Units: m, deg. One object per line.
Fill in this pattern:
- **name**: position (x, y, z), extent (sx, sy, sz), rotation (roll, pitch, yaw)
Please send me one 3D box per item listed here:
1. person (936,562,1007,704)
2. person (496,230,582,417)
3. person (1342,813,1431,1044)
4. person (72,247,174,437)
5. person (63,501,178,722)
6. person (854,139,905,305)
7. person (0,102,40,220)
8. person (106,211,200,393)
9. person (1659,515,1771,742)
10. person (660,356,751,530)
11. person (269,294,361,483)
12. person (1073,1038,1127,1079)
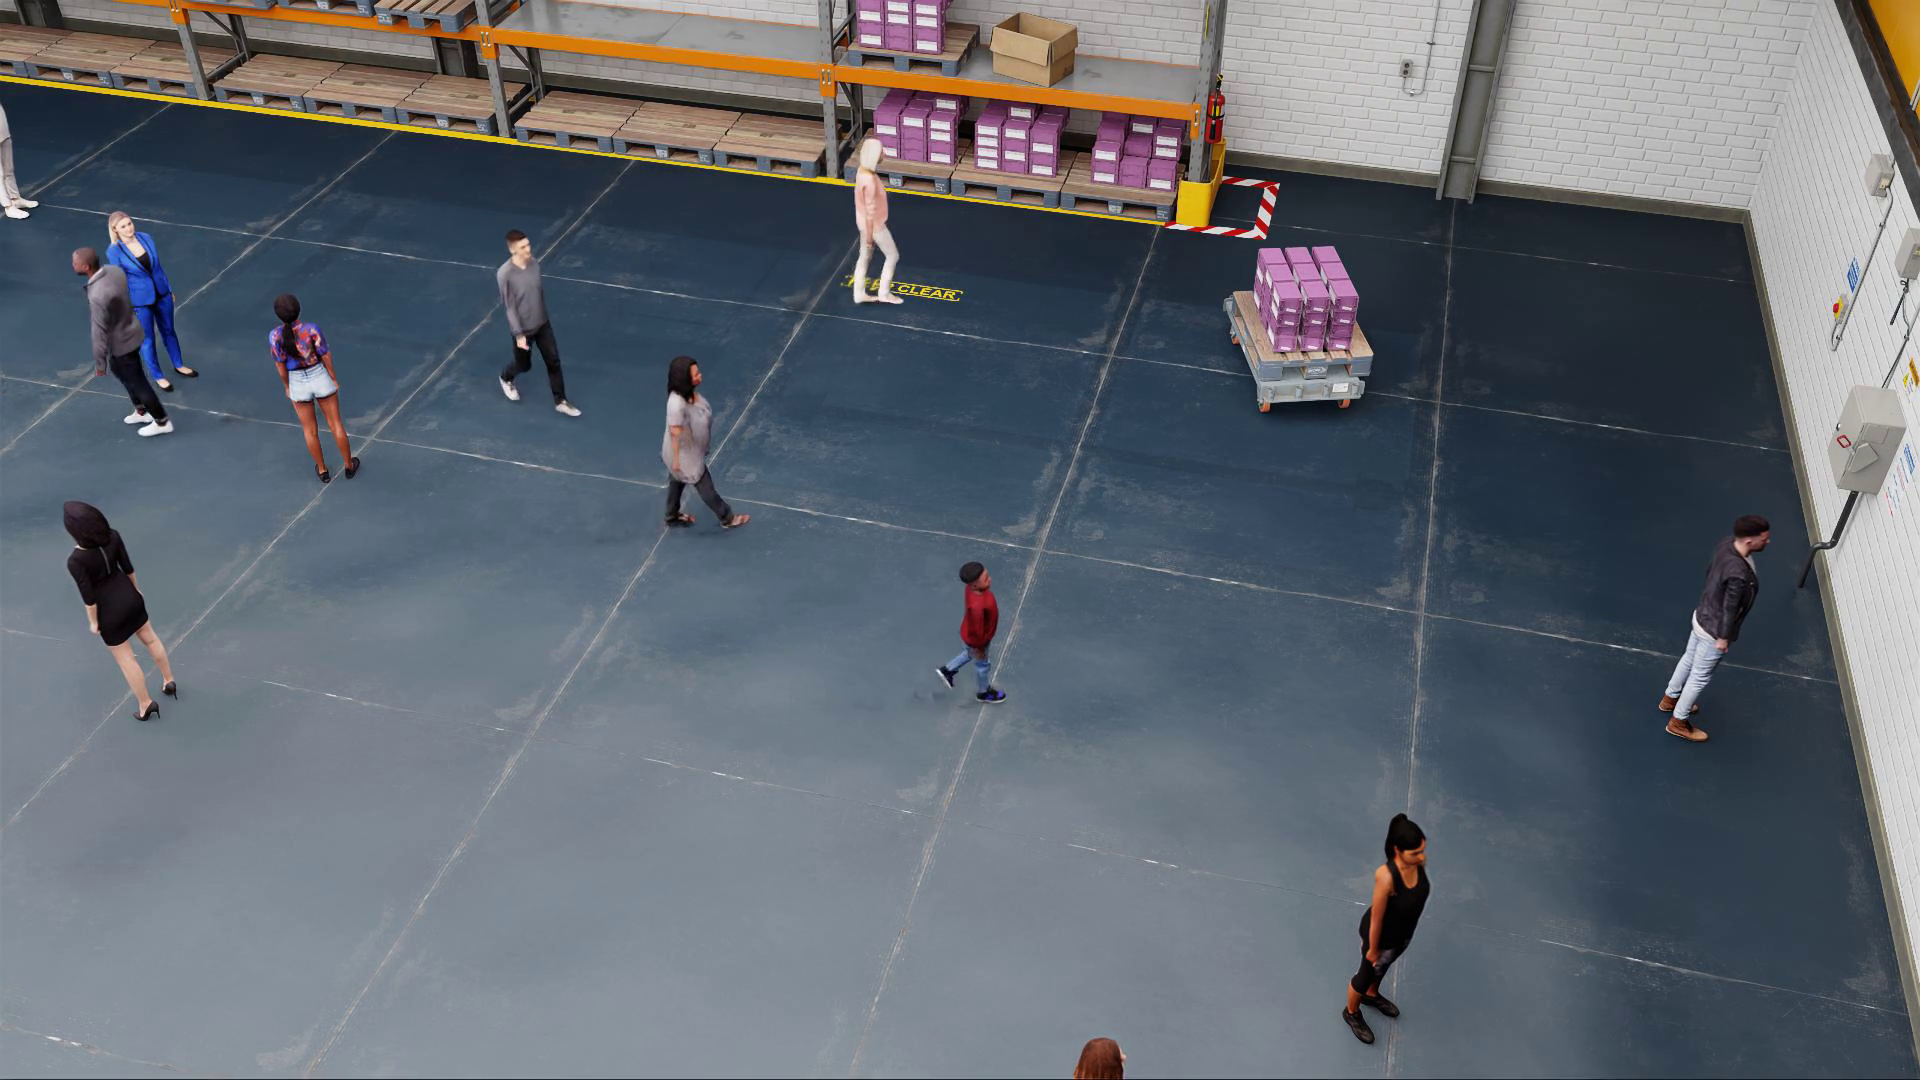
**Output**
- **person**: position (0.064, 0.652, 11.617), extent (0.784, 1.244, 0.628), rotation (-2, 39, -2)
- **person**: position (-3.790, -1.872, 14.387), extent (1.176, 1.732, 0.883), rotation (25, 45, 27)
- **person**: position (2.415, 2.172, 9.380), extent (0.660, 1.662, 0.665), rotation (-32, 48, -33)
- **person**: position (-6.995, -1.678, 14.085), extent (0.849, 1.806, 0.854), rotation (-5, 39, -6)
- **person**: position (-5.755, 0.483, 11.380), extent (0.513, 1.806, 0.605), rotation (14, 41, 16)
- **person**: position (-0.928, -3.003, 15.821), extent (0.825, 1.709, 0.757), rotation (-11, 40, -13)
- **person**: position (-10.083, -4.194, 17.329), extent (0.609, 1.688, 0.644), rotation (1, 39, 2)
- **person**: position (-7.205, -2.138, 14.746), extent (0.633, 1.700, 0.672), rotation (20, 43, 24)
- **person**: position (5.103, 0.563, 11.255), extent (0.559, 1.836, 0.674), rotation (6, 39, 7)
- **person**: position (-2.230, -0.732, 13.082), extent (1.030, 1.579, 0.831), rotation (-3, 39, -4)
- **person**: position (-5.311, -1.252, 13.601), extent (0.628, 1.743, 0.731), rotation (-11, 40, -14)
- **person**: position (0.668, 3.023, 8.274), extent (0.674, 1.711, 0.640), rotation (-11, 40, -14)
